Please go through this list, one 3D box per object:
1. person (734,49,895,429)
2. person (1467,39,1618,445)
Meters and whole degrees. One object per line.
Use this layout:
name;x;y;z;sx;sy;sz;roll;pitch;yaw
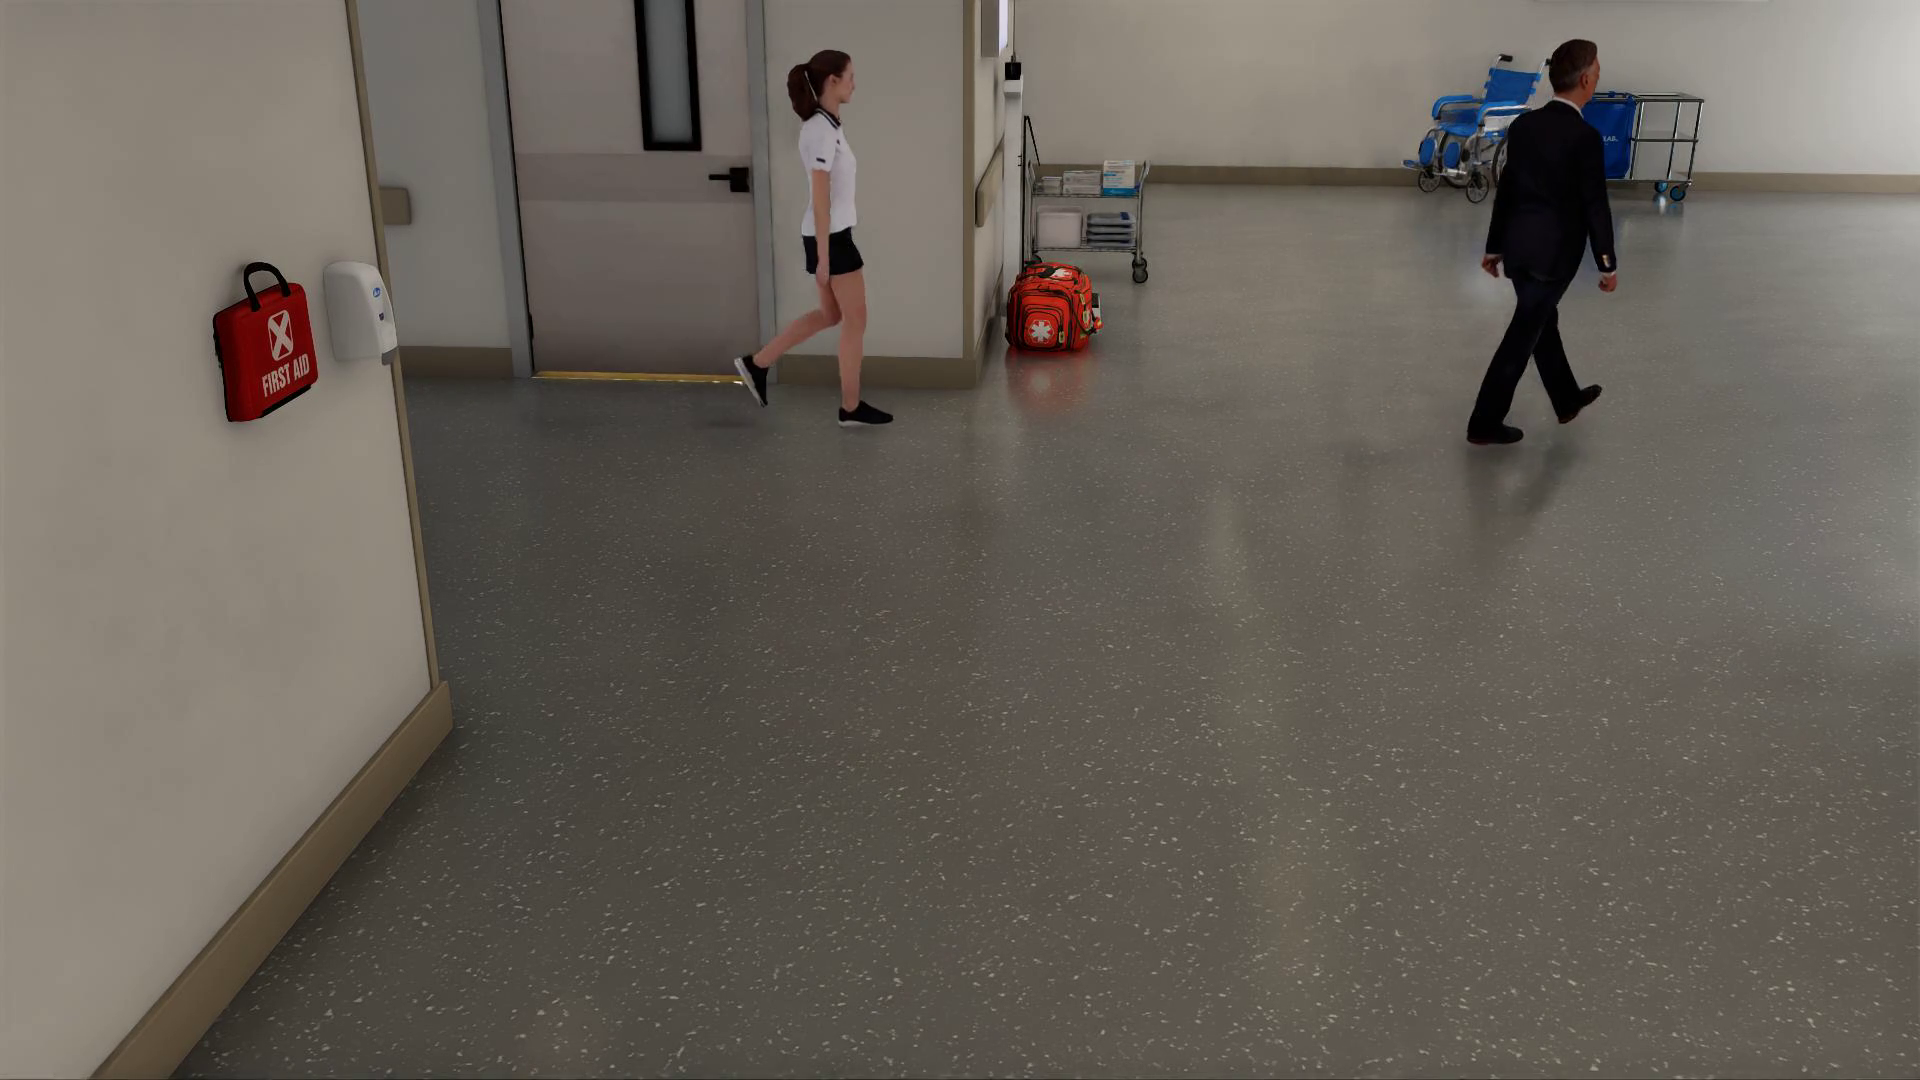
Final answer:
person;-0.691;-1.352;7.700;0.755;1.729;0.956;-2;21;-5
person;2.534;-1.279;7.432;1.106;1.780;1.165;-8;22;-21
